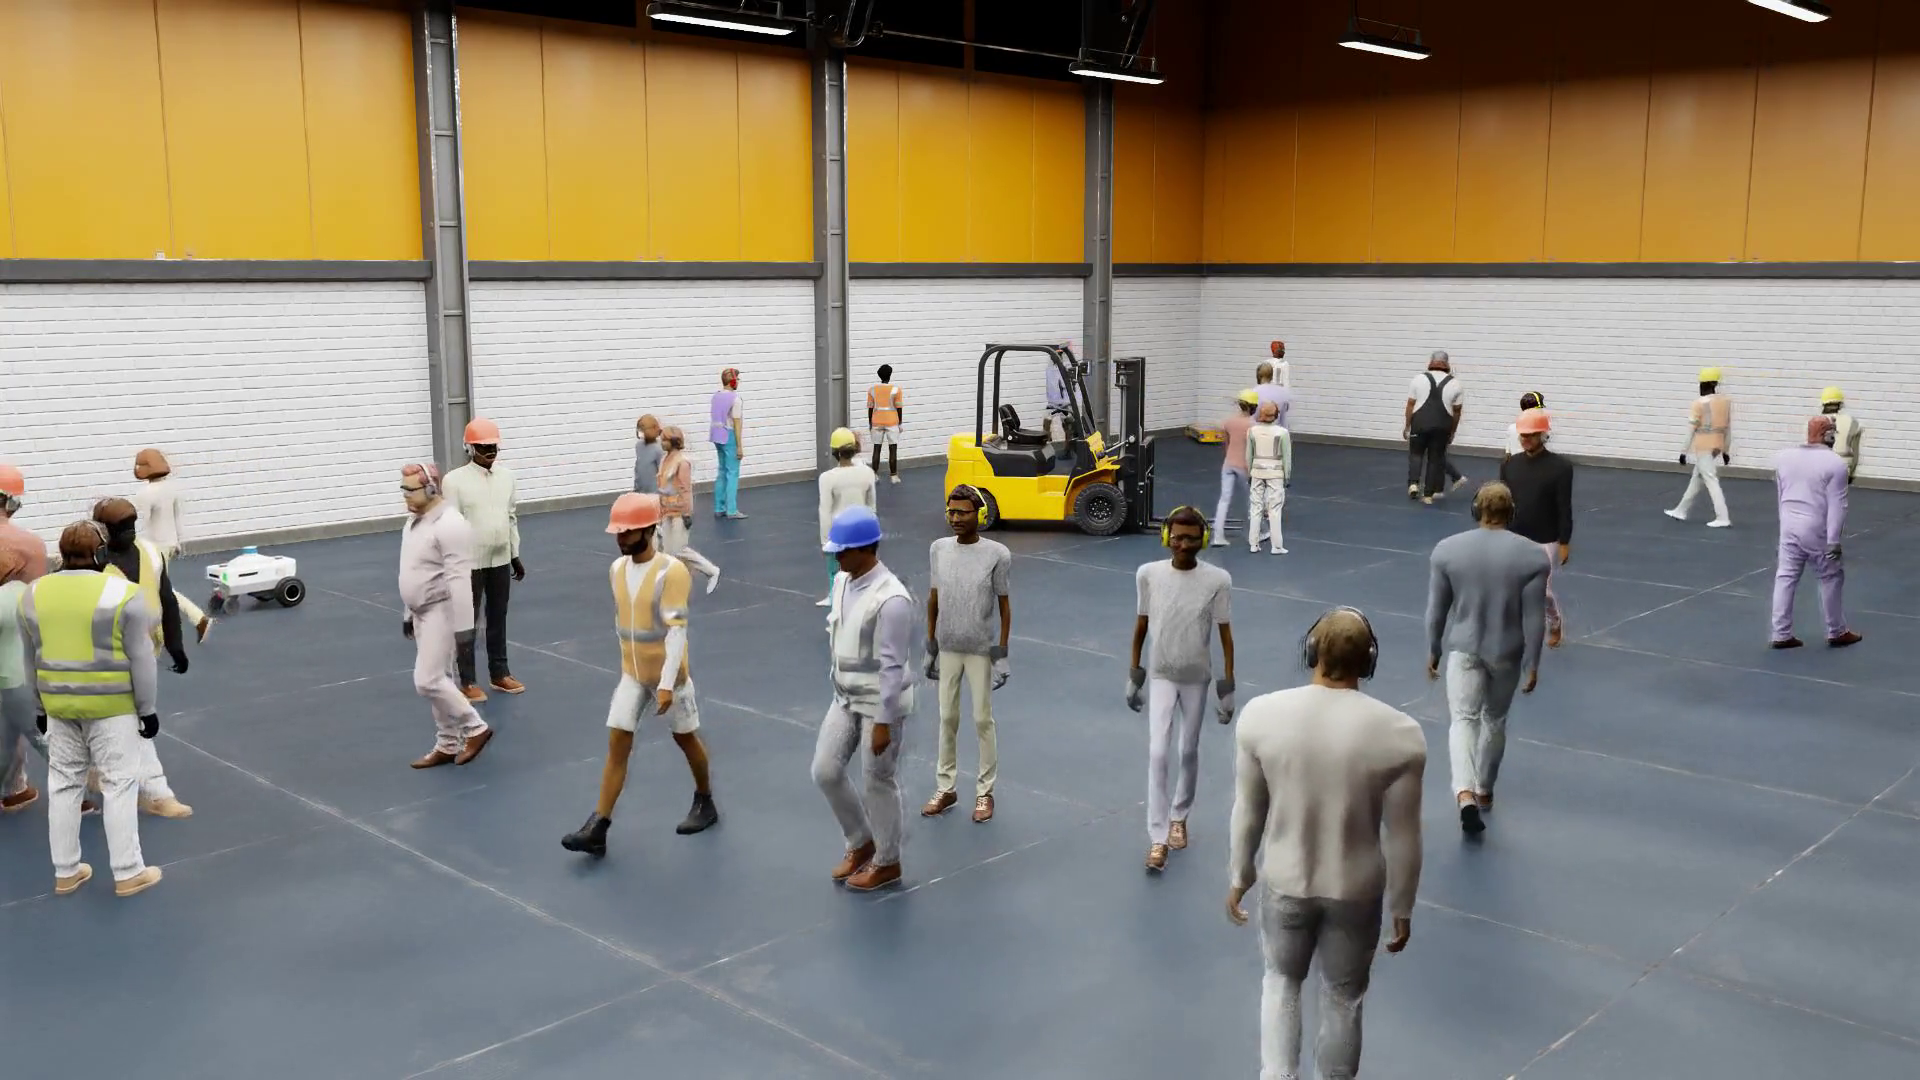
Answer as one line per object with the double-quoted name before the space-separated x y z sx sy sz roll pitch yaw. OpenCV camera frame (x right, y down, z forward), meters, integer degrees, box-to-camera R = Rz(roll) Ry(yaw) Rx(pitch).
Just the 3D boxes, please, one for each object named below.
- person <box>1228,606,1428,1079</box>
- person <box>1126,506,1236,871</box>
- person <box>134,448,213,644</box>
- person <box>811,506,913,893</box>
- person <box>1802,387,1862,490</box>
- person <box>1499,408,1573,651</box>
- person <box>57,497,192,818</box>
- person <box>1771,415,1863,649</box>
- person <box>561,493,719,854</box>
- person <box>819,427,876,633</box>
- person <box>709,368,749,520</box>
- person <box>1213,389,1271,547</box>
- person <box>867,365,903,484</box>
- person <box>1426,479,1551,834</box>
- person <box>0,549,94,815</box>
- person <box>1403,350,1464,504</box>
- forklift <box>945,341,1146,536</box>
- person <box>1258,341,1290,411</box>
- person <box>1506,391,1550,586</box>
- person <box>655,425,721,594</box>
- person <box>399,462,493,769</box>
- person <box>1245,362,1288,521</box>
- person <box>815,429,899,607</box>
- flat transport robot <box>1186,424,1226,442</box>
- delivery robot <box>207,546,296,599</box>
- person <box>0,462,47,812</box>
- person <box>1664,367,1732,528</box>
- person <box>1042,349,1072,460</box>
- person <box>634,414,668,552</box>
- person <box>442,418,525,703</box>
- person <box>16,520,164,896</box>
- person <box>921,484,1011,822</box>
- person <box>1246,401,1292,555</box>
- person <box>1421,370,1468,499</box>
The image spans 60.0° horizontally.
"person" 1.220 1.173 5.583 0.653 1.924 0.485 3 10 18
"person" 1.119 0.750 8.448 0.565 1.833 0.860 2 9 9
"person" -6.373 0.065 13.351 0.704 1.612 0.504 1 9 5
"person" -0.452 0.781 7.982 0.482 1.919 0.622 -7 11 -35
"person" 9.186 -0.727 17.646 0.599 1.788 0.912 2 10 14
"person" 4.431 -0.037 12.843 0.574 1.973 0.635 -8 12 -41
"person" -4.741 0.634 9.376 1.001 1.798 0.630 4 10 23
"person" 6.897 -0.064 13.305 0.864 1.872 0.680 -4 10 -23
"person" -1.640 0.691 8.681 0.565 1.880 1.009 6 11 31
"person" -0.893 -0.046 13.591 0.537 1.751 0.629 -5 10 -28
"person" -2.825 -1.157 20.171 0.396 1.834 0.564 -7 12 -38
"person" 3.121 -0.789 18.252 0.537 1.719 0.920 9 13 44
"person" -1.055 -1.632 23.501 0.534 1.694 0.317 3 10 18
"person" 2.852 0.626 9.045 0.632 1.909 0.928 3 10 18
"person" -5.199 0.773 9.042 0.847 1.579 0.547 -1 9 -7
"person" 6.125 -1.488 21.548 0.740 2.000 0.562 2 10 13
"forklift" 0.977 -1.223 19.452 2.313 2.155 1.214 2 9 11
"person" 5.049 -2.247 26.688 0.357 1.881 0.574 -8 12 -41
"person" 5.431 -0.485 15.917 0.328 1.873 0.517 -5 10 -27
"person" -2.526 -0.243 15.184 0.531 1.629 0.522 -6 11 -32
"person" -3.178 0.465 10.039 0.418 1.891 0.671 -7 12 -36
"person" 3.628 -1.180 20.019 0.651 1.922 0.453 -6 11 -32
"person" -0.922 -0.207 15.013 0.759 1.607 0.525 -3 10 -17
"flat transport robot" 4.454 -1.896 29.458 0.652 0.197 1.431 -1 9 -3
"delivery robot" -6.319 0.300 14.842 0.477 0.478 0.707 7 12 38
"person" -5.377 0.561 9.234 0.624 1.961 0.650 -1 9 -5
"person" 8.809 -1.104 19.701 0.604 1.871 0.980 -5 11 -28
"person" 1.467 -2.170 26.167 0.574 1.891 0.949 9 13 43
"person" -3.014 -0.462 16.547 0.551 1.610 0.496 -8 12 -39
"person" -3.355 0.131 11.755 0.379 1.996 0.609 7 12 37
"person" -4.215 0.814 8.106 0.644 1.831 0.431 1 9 5
"person" 0.030 0.617 9.165 0.512 1.873 0.329 4 10 22
"person" 3.275 -0.654 17.671 0.513 1.638 0.307 6 11 34
"person" 6.378 -1.421 21.843 0.530 1.809 0.606 1 9 7
